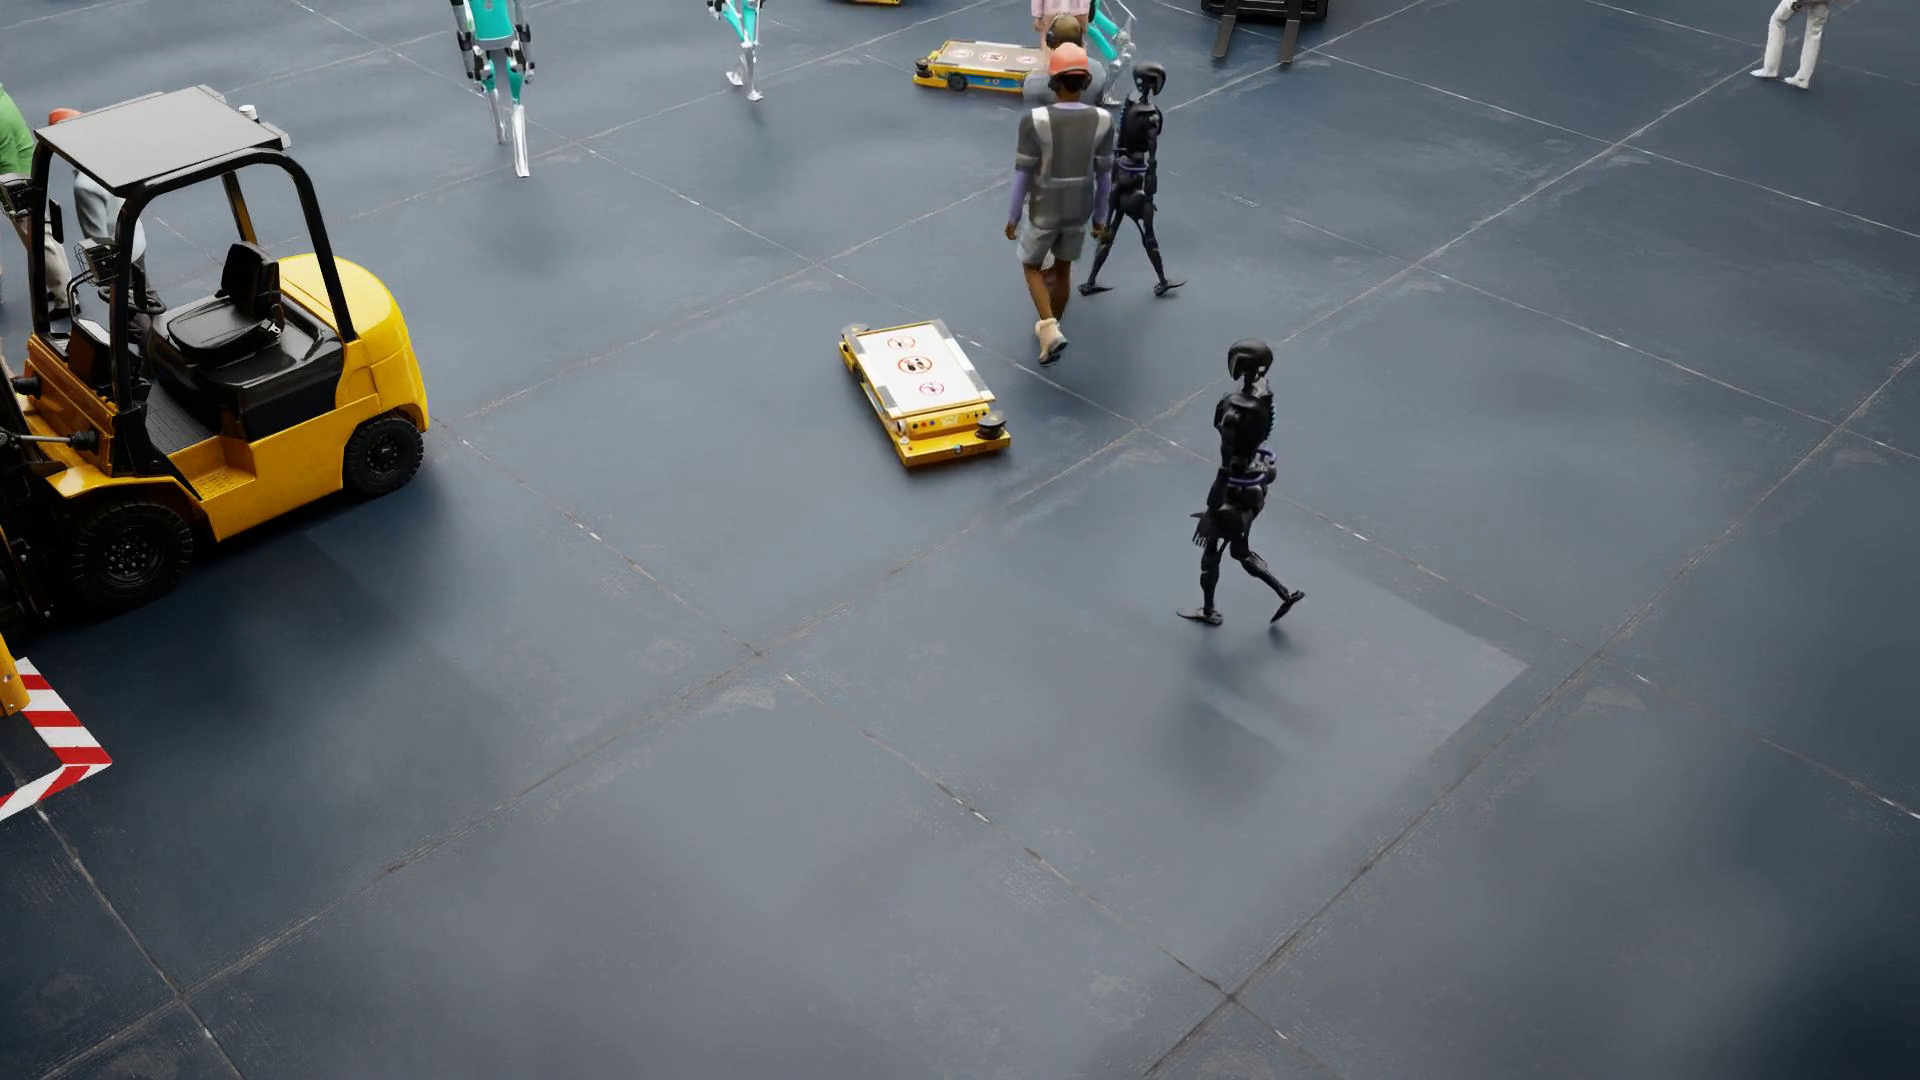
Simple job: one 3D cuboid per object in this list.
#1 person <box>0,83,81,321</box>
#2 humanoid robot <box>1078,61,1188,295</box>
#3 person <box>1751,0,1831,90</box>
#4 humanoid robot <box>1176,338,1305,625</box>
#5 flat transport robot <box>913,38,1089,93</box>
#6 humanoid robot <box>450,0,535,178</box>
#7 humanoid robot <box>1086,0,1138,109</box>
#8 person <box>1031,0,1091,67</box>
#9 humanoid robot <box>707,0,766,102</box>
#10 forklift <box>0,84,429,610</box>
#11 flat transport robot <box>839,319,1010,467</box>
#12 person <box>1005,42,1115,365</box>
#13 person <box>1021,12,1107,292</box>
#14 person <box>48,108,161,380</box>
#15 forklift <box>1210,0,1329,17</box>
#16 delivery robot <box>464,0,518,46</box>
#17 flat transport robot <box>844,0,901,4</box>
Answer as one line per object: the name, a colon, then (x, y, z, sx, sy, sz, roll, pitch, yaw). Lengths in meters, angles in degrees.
person: (-6.130, -2.293, 10.809, 0.385, 1.777, 0.545, -16, 40, -20)
humanoid robot: (1.184, -2.397, 11.055, 0.724, 1.629, 0.612, -10, 38, -13)
person: (7.186, -4.665, 14.113, 0.525, 1.620, 0.595, -14, 39, -18)
humanoid robot: (1.427, -0.223, 8.137, 0.617, 1.638, 0.584, 17, 40, 21)
flat transport robot: (0.366, -4.097, 14.481, 1.431, 0.231, 0.659, 9, 38, 12)
humanoid robot: (-3.575, -3.744, 12.796, 0.556, 1.772, 0.960, -11, 38, -14)
humanoid robot: (1.185, -4.339, 13.631, 0.807, 1.827, 0.542, 6, 37, 8)
person: (0.838, -4.252, 13.432, 0.551, 1.774, 0.412, -8, 38, -11)
humanoid robot: (-1.769, -4.424, 13.732, 0.558, 1.756, 1.043, -15, 39, -20)
forklift: (-4.145, -1.093, 8.856, 2.313, 2.155, 1.214, -31, 47, -34)
flat transport robot: (-0.242, -0.951, 10.269, 0.659, 0.231, 1.431, -12, 38, -15)
person: (0.624, -2.005, 10.233, 0.669, 2.003, 0.670, -8, 38, -11)
person: (0.634, -2.535, 11.011, 0.638, 1.915, 0.463, -20, 41, -24)
person: (-5.188, -1.804, 10.182, 0.351, 1.740, 0.571, -4, 37, -5)
forklift: (3.106, -6.400, 15.960, 1.214, 2.155, 2.313, 8, 37, 10)
delivery robot: (-4.297, -4.673, 15.030, 0.499, 0.614, 0.791, -12, 38, -16)
flat transport robot: (-0.785, -5.673, 16.591, 0.659, 0.231, 1.431, 6, 37, 8)
